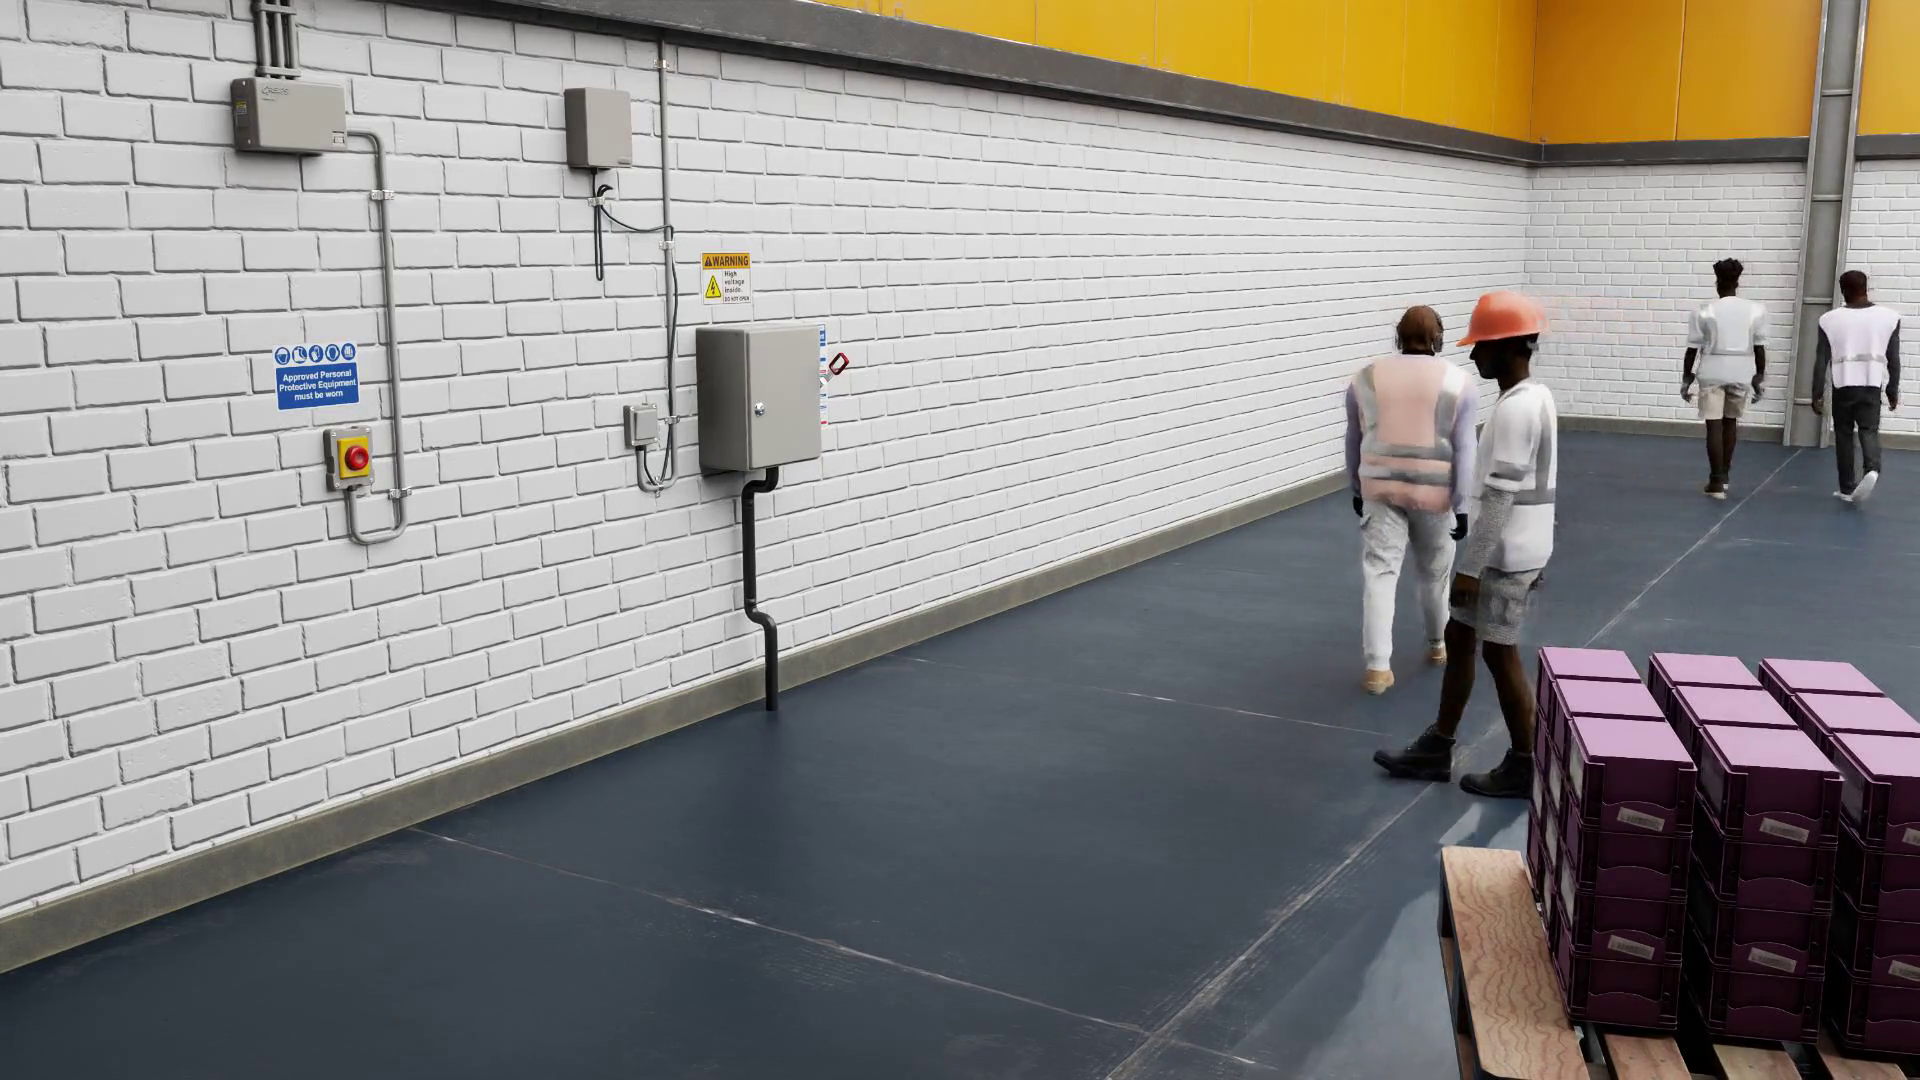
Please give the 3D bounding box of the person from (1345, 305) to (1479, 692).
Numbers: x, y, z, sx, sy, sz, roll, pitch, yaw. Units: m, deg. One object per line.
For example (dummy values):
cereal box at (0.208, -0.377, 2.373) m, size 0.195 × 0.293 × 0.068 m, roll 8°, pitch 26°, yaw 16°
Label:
person at (2.161, -0.220, 7.965) m, size 0.638 × 1.785 × 0.960 m, roll 5°, pitch 11°, yaw 24°

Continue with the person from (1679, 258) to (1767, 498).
person at (6.254, -1.338, 13.711) m, size 0.621 × 1.944 × 0.706 m, roll 1°, pitch 10°, yaw 6°

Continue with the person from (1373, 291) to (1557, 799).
person at (1.901, 0.033, 6.254) m, size 0.723 × 1.906 × 0.578 m, roll 4°, pitch 11°, yaw 19°

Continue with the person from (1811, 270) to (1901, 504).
person at (7.127, -1.200, 13.208) m, size 0.631 × 1.874 × 0.785 m, roll 3°, pitch 11°, yaw 18°
